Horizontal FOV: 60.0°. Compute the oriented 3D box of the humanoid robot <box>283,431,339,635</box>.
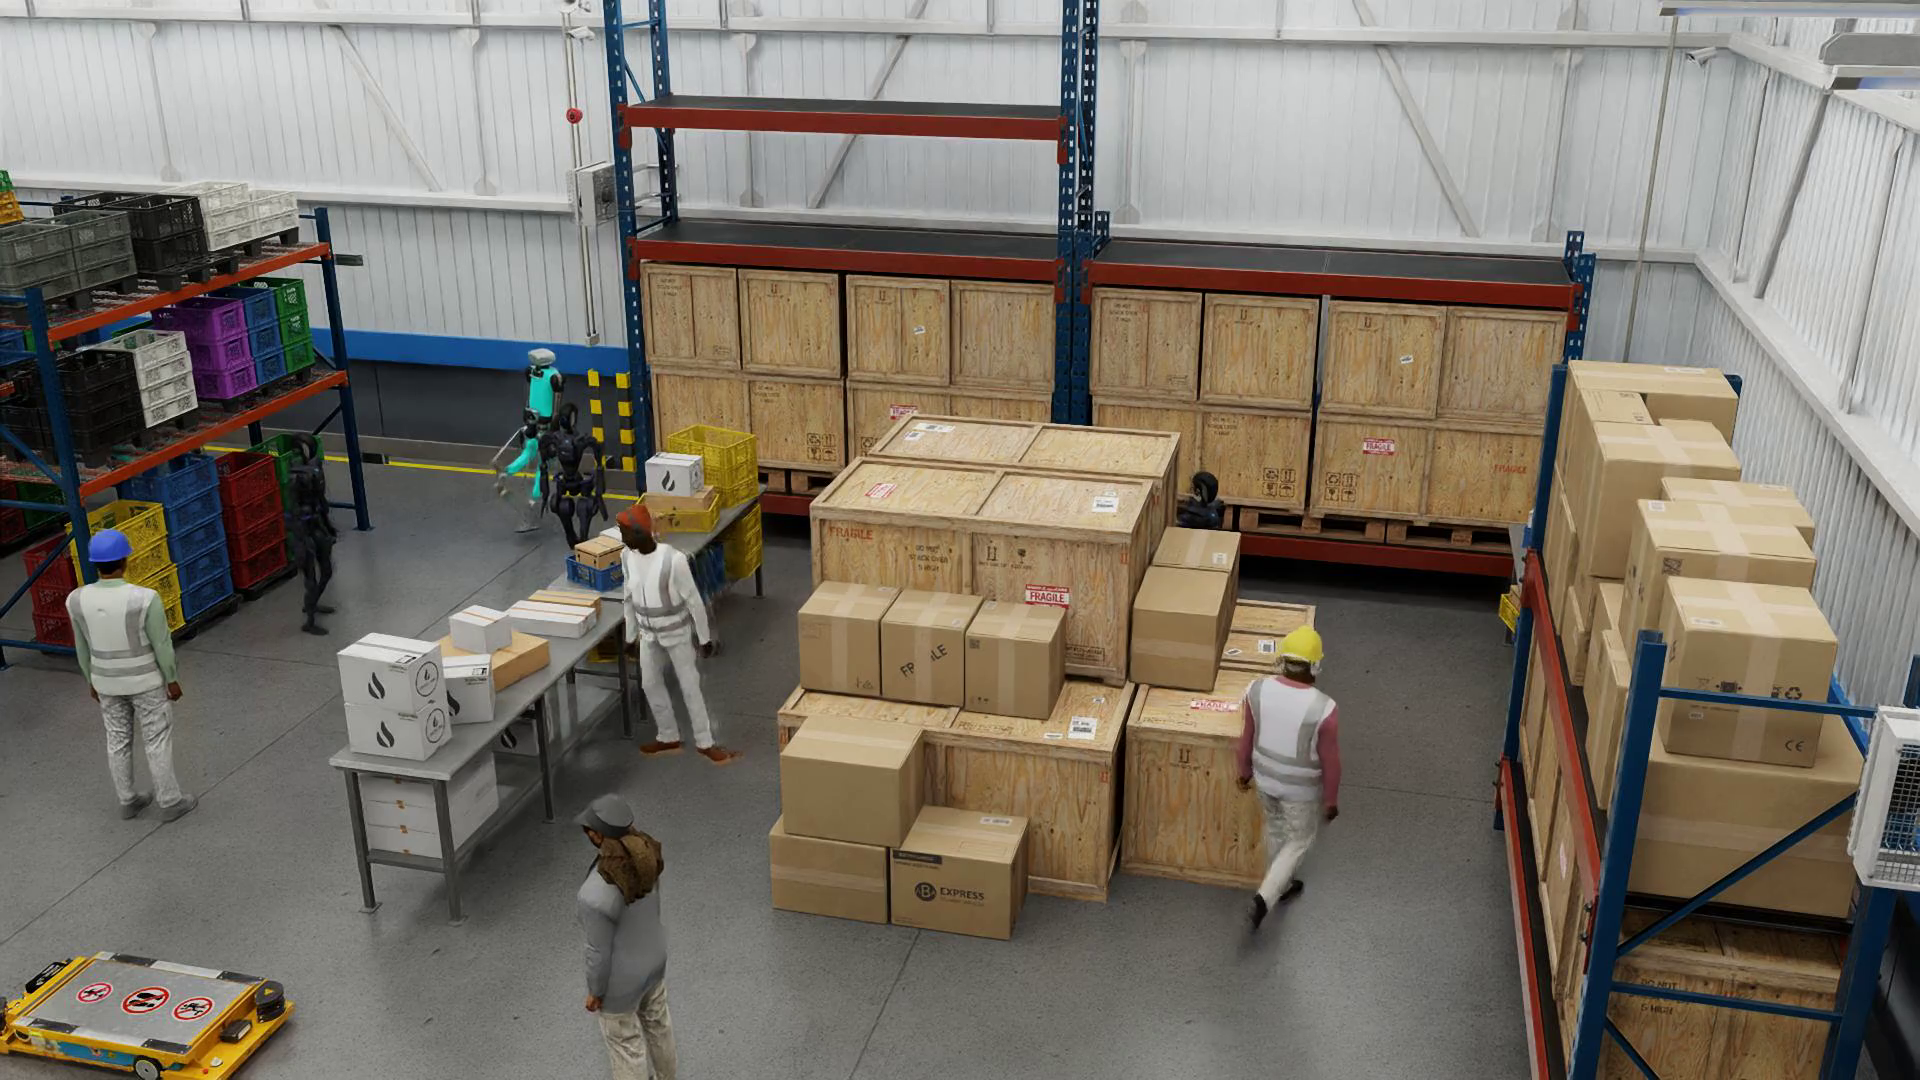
[{"bbox_3d":[-5.226,-0.085,13.294,0.383,1.640,0.610,1,21,2],"label":"humanoid robot"}]

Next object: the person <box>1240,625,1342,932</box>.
[{"bbox_3d":[1.812,1.363,9.343,0.634,1.800,0.665,19,28,40],"label":"person"}]

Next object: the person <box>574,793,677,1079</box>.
[{"bbox_3d":[-1.556,1.981,7.757,0.397,1.769,0.567,8,22,21],"label":"person"}]

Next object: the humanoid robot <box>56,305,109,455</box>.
[{"bbox_3d":[-9.315,-1.688,17.574,0.754,1.653,0.590,8,22,20],"label":"humanoid robot"}]

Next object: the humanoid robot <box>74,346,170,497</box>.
[{"bbox_3d":[-7.810,-1.017,15.691,0.591,1.792,0.844,9,23,23],"label":"humanoid robot"}]

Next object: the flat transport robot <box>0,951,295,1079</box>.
[{"bbox_3d":[-4.270,2.464,8.601,1.431,0.231,0.659,5,22,13],"label":"flat transport robot"}]

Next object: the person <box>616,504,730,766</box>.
[{"bbox_3d":[-1.916,0.651,11.132,0.754,1.861,0.357,11,23,26],"label":"person"}]

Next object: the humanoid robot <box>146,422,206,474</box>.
[{"bbox_3d":[-7.140,-0.867,15.334,0.547,1.855,0.658,3,21,8],"label":"humanoid robot"}]

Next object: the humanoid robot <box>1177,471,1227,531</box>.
[{"bbox_3d":[1.770,0.239,12.453,0.594,1.636,0.362,-18,28,-39],"label":"humanoid robot"}]

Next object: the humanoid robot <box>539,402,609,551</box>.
[{"bbox_3d":[-3.275,-0.391,14.162,0.600,1.638,0.766,2,21,4],"label":"humanoid robot"}]

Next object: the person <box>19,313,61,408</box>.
[{"bbox_3d":[-9.842,-1.969,17.715,0.604,2.045,0.375,3,21,7],"label":"person"}]

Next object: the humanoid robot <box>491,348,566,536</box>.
[{"bbox_3d":[-3.961,-0.803,15.129,0.532,1.795,0.808,19,28,41],"label":"humanoid robot"}]

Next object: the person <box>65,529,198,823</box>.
[{"bbox_3d":[-5.209,0.863,10.455,0.605,1.939,0.419,1,21,4],"label":"person"}]
